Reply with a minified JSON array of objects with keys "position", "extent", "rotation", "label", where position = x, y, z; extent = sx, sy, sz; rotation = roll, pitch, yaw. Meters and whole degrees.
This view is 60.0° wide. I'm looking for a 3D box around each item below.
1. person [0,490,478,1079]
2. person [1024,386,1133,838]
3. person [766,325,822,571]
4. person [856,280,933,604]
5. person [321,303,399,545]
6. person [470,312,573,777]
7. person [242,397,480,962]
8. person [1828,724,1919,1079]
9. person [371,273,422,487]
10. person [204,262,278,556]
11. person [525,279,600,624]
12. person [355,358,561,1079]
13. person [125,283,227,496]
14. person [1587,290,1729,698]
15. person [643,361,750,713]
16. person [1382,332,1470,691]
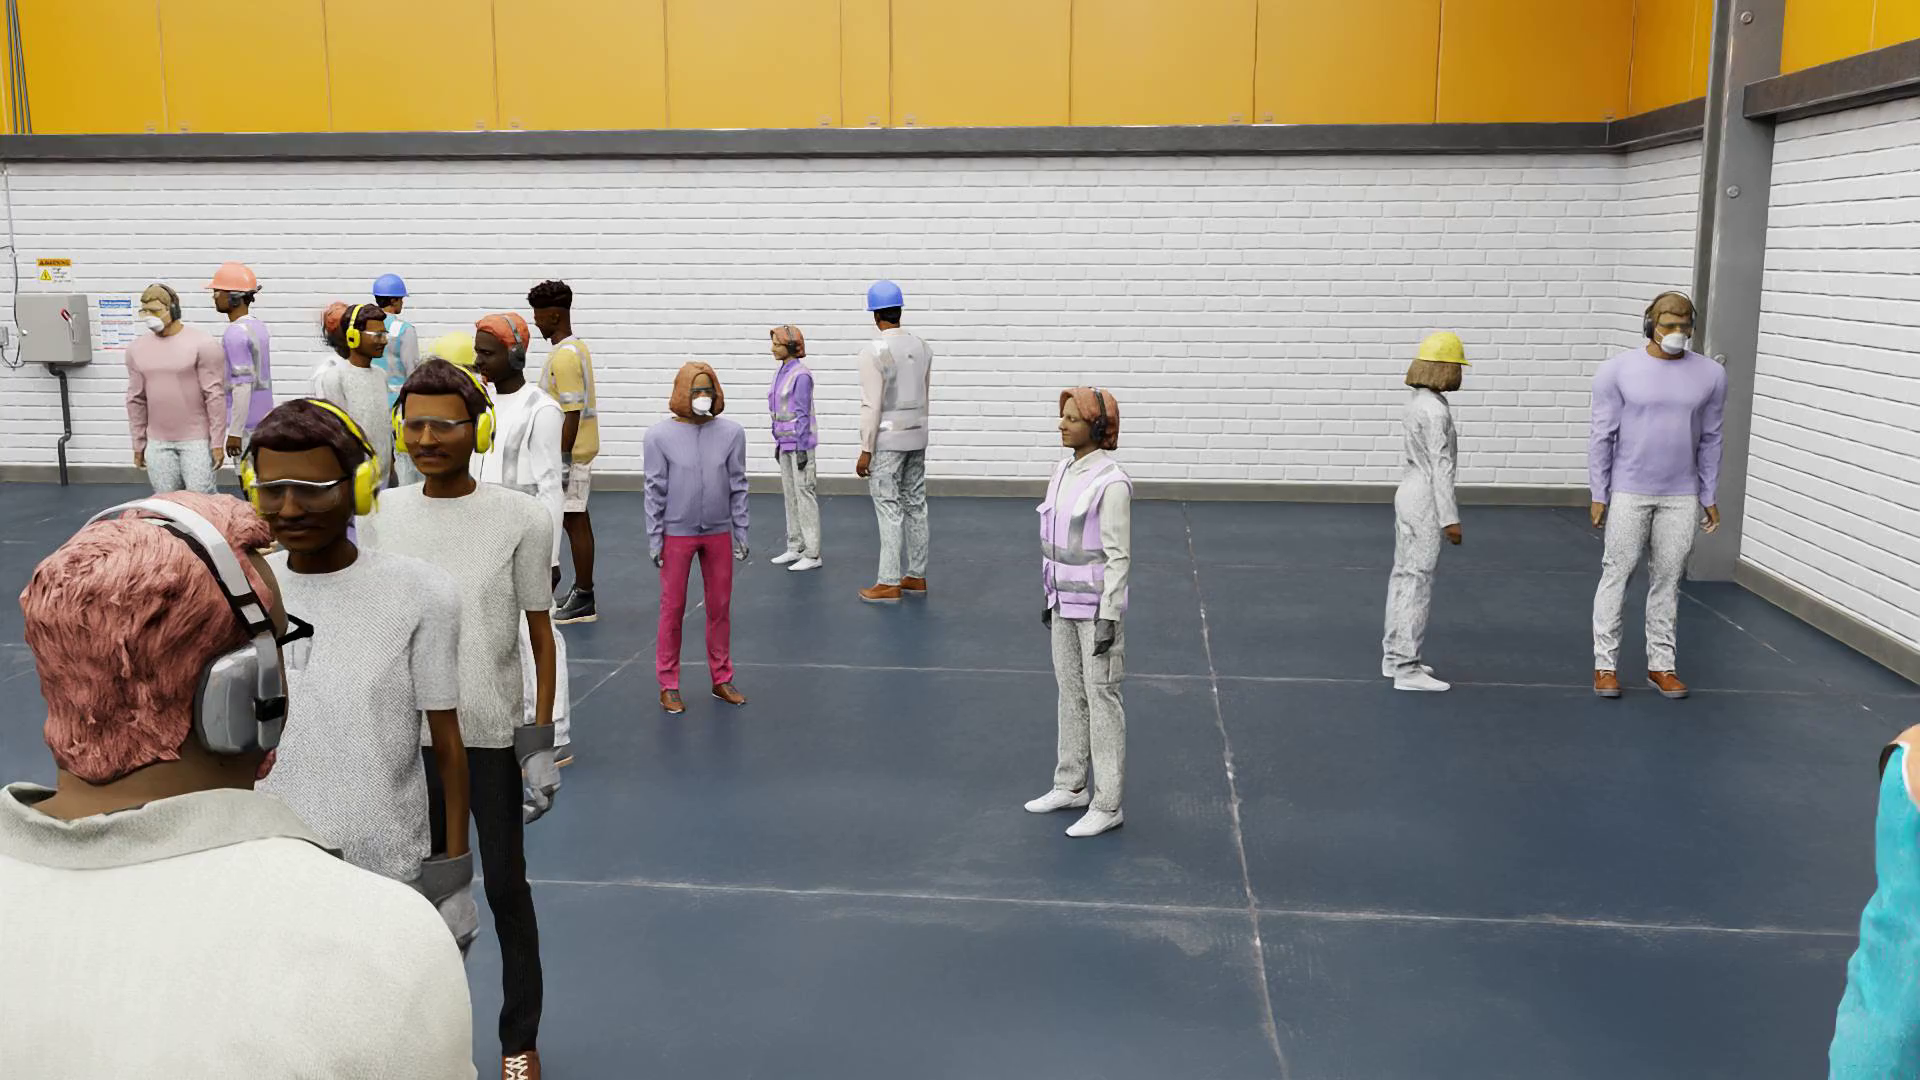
[{"position":[-0.703,0.902,1.632],"extent":[0.638,1.909,0.408],"rotation":[2,10,10],"label":"person"},{"position":[0.456,0.254,6.093],"extent":[0.307,1.645,0.514],"rotation":[-5,11,-25],"label":"person"},{"position":[-1.107,-0.613,11.106],"extent":[0.318,1.630,0.513],"rotation":[-5,11,-26],"label":"person"},{"position":[-0.407,-0.585,10.039],"extent":[0.402,1.943,0.605],"rotation":[8,13,38],"label":"person"},{"position":[-3.050,-0.277,8.533],"extent":[0.317,1.859,0.524],"rotation":[3,10,17],"label":"person"},{"position":[-1.804,0.016,6.795],"extent":[0.342,1.878,0.578],"rotation":[-9,13,-42],"label":"person"},{"position":[-1.186,0.654,3.202],"extent":[0.512,1.858,0.326],"rotation":[-1,10,-3],"label":"person"},{"position":[1.427,0.810,2.169],"extent":[0.619,1.901,0.458],"rotation":[-1,10,-7],"label":"person"},{"position":[-4.311,-1.042,12.642],"extent":[0.618,1.945,0.395],"rotation":[5,11,25],"label":"person"},{"position":[-4.655,-0.771,10.810],"extent":[0.365,2.048,0.608],"rotation":[-2,10,-12],"label":"person"},{"position":[-2.257,-0.501,9.513],"extent":[0.381,1.958,0.603],"rotation":[-2,10,-9],"label":"person"},{"position":[-1.232,0.495,4.060],"extent":[0.513,1.875,0.328],"rotation":[0,10,0],"label":"person"},{"position":[-4.776,-0.597,10.170],"extent":[0.640,1.928,0.382],"rotation":[2,10,9],"label":"person"},{"position":[3.300,-0.209,7.906],"extent":[0.627,1.938,0.372],"rotation":[1,10,3],"label":"person"},{"position":[-1.211,-0.014,7.690],"extent":[0.497,1.626,0.287],"rotation":[-5,11,-28],"label":"person"},{"position":[2.276,-0.137,8.072],"extent":[0.333,1.737,0.515],"rotation":[0,10,2],"label":"person"}]
